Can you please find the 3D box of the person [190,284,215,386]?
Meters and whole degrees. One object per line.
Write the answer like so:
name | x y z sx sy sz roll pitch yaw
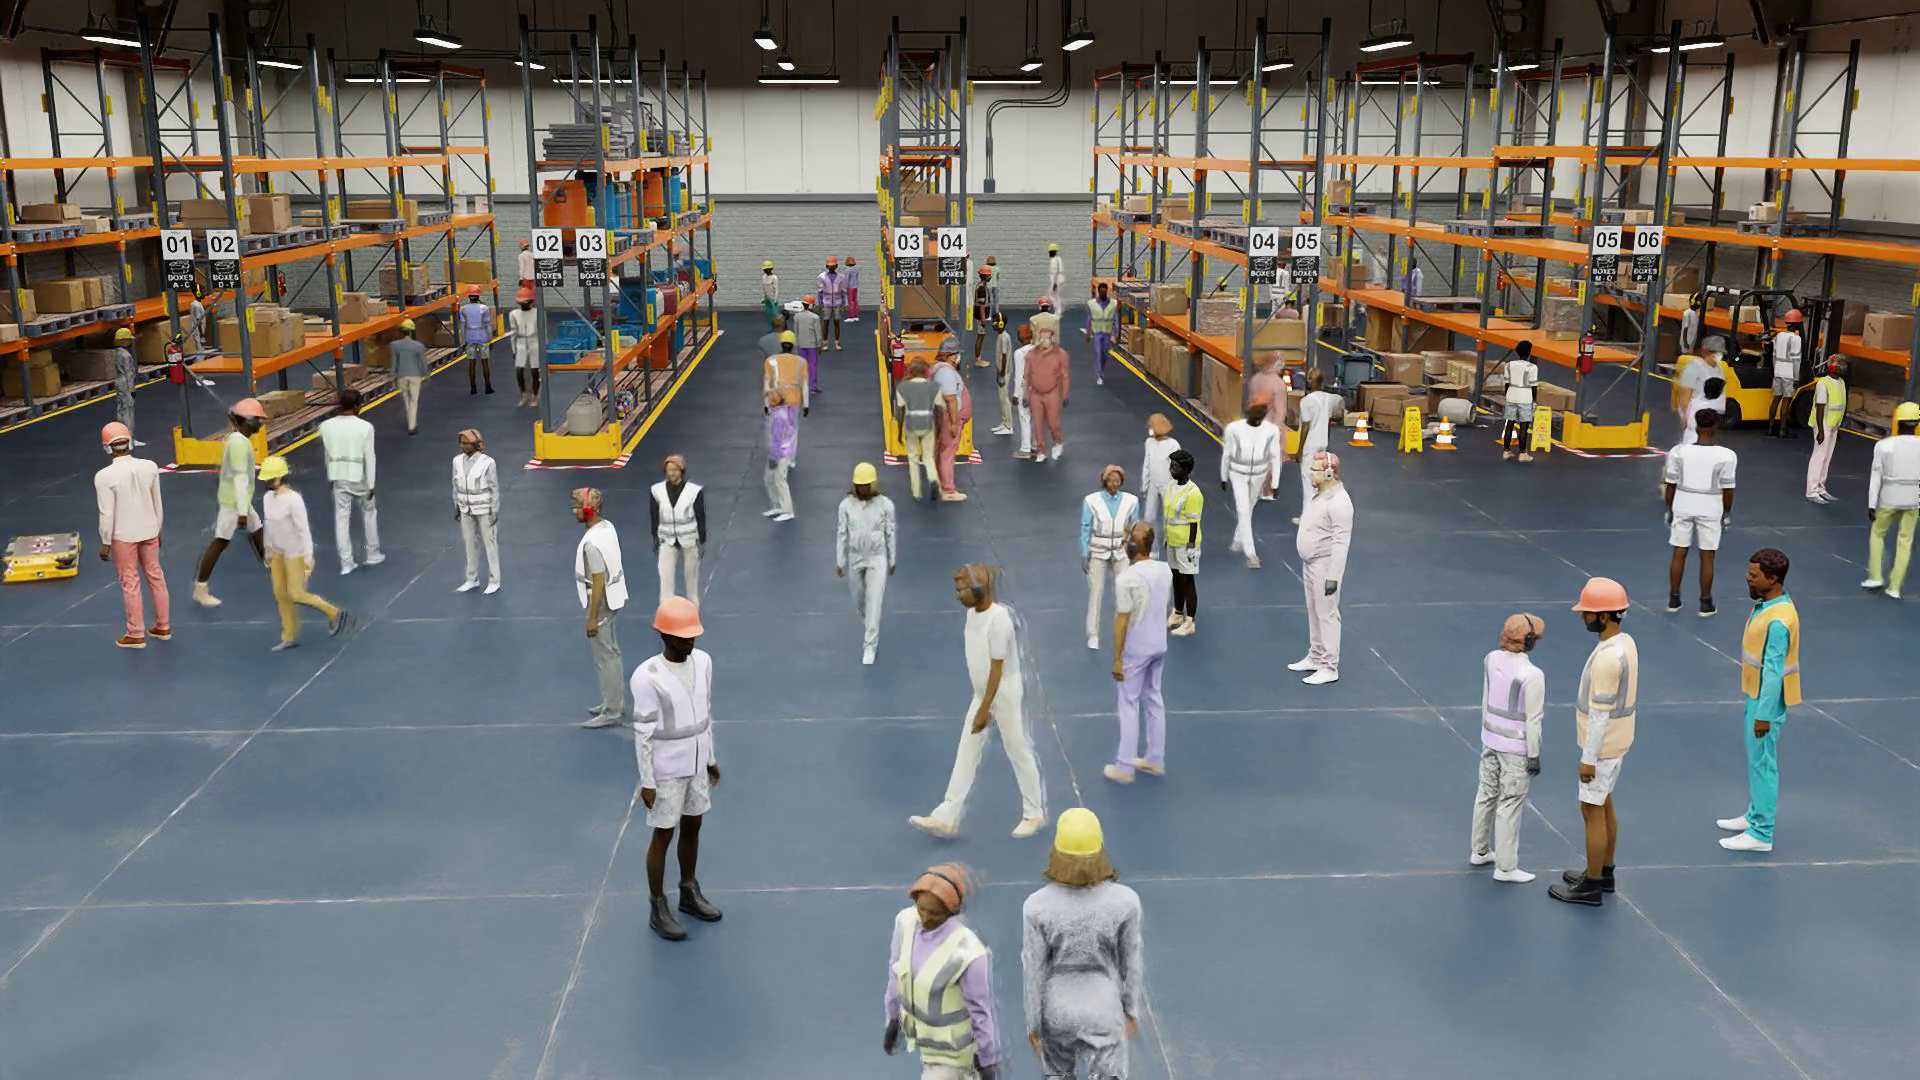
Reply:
person | -14.006 -3.777 30.673 0.327 1.861 0.507 -8 15 -29

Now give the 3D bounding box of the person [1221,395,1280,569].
person | 3.058 -0.667 17.618 0.585 1.813 1.054 -1 13 -4

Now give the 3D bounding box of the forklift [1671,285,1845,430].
forklift | 12.503 -2.886 26.166 2.313 2.155 1.214 -1 13 -3

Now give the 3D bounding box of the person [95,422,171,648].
person | -7.262 -0.045 14.572 0.391 1.987 0.608 7 15 27

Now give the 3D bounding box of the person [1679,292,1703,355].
person | 12.693 -3.367 28.914 0.329 1.865 0.509 10 17 36

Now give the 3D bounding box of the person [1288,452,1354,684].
person | 2.947 0.222 13.613 0.409 1.907 0.651 -2 13 -7

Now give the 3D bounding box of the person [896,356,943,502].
person | -0.490 -1.335 20.403 0.566 1.822 0.528 -3 14 -14

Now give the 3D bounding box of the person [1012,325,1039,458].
person | 0.940 -2.091 23.466 0.358 1.881 0.574 10 17 37

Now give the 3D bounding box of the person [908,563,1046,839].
person | 0.133 1.025 10.473 0.926 1.781 0.494 -8 15 -30

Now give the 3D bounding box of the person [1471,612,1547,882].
person | 3.278 1.231 9.933 0.313 1.633 0.516 -4 14 -16

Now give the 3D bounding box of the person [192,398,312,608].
person | -6.914 -0.372 16.008 1.107 1.967 0.695 -6 14 -23

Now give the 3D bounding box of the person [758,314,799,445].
person | -2.638 -2.337 24.386 0.635 1.937 0.352 2 14 10

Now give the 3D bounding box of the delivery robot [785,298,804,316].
delivery robot | -4.126 -5.895 42.222 0.707 0.478 0.477 12 18 43

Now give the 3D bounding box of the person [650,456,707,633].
person | -2.556 0.045 15.008 0.541 1.591 0.831 1 13 5

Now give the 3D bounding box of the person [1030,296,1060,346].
person | 1.486 -3.433 29.455 0.563 1.743 0.360 -2 13 -9

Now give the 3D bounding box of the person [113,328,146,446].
person | -12.228 -2.243 24.433 0.483 1.735 0.344 12 18 42

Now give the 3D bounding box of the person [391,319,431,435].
person | -8.403 -2.515 25.551 0.556 1.736 0.757 1 13 3

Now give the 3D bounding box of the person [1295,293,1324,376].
person | 6.736 -3.964 32.011 0.629 1.596 0.409 -7 15 -28

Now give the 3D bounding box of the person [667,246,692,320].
person | -6.812 -6.062 40.082 0.977 2.000 0.606 0 13 1

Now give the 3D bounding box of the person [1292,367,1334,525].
person | 4.084 -1.074 19.238 0.517 1.843 0.325 -10 17 -36

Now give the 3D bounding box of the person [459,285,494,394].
person | -8.582 -3.555 29.546 0.543 1.939 0.359 -2 13 -6

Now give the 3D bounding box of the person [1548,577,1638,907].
person | 3.678 1.159 9.618 0.391 1.925 0.547 8 15 30

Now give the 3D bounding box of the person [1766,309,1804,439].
person | 12.475 -2.501 25.074 0.347 1.942 0.548 -2 14 -10

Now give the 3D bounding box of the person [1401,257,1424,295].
person | 10.493 -5.665 38.723 0.429 1.837 0.630 -5 14 -19

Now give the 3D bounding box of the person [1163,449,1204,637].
person | 1.991 0.019 14.943 0.319 1.694 0.533 -5 14 -19

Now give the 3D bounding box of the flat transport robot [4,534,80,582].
flat transport robot | -9.589 0.158 17.391 0.652 0.197 1.431 -6 15 -25

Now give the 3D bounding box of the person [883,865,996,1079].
person | -0.029 2.010 6.718 0.866 1.593 0.520 -9 16 -34

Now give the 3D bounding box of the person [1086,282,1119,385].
person | 2.642 -3.873 31.008 0.598 1.895 0.802 -1 13 -6

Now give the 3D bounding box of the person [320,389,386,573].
person | -6.297 -0.633 17.294 0.614 1.885 0.804 1 13 2

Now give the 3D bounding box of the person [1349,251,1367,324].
person | 9.803 -6.290 41.386 0.603 1.820 0.550 -4 14 -16

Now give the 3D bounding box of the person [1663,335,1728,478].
person | 9.398 -1.611 21.092 0.718 2.000 0.603 -7 15 -27

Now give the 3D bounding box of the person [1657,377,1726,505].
person | 8.743 -1.124 19.818 0.557 1.668 0.570 -1 13 -4

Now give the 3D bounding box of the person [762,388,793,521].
person | -2.125 -0.992 19.405 0.377 1.598 0.572 -4 14 -16
